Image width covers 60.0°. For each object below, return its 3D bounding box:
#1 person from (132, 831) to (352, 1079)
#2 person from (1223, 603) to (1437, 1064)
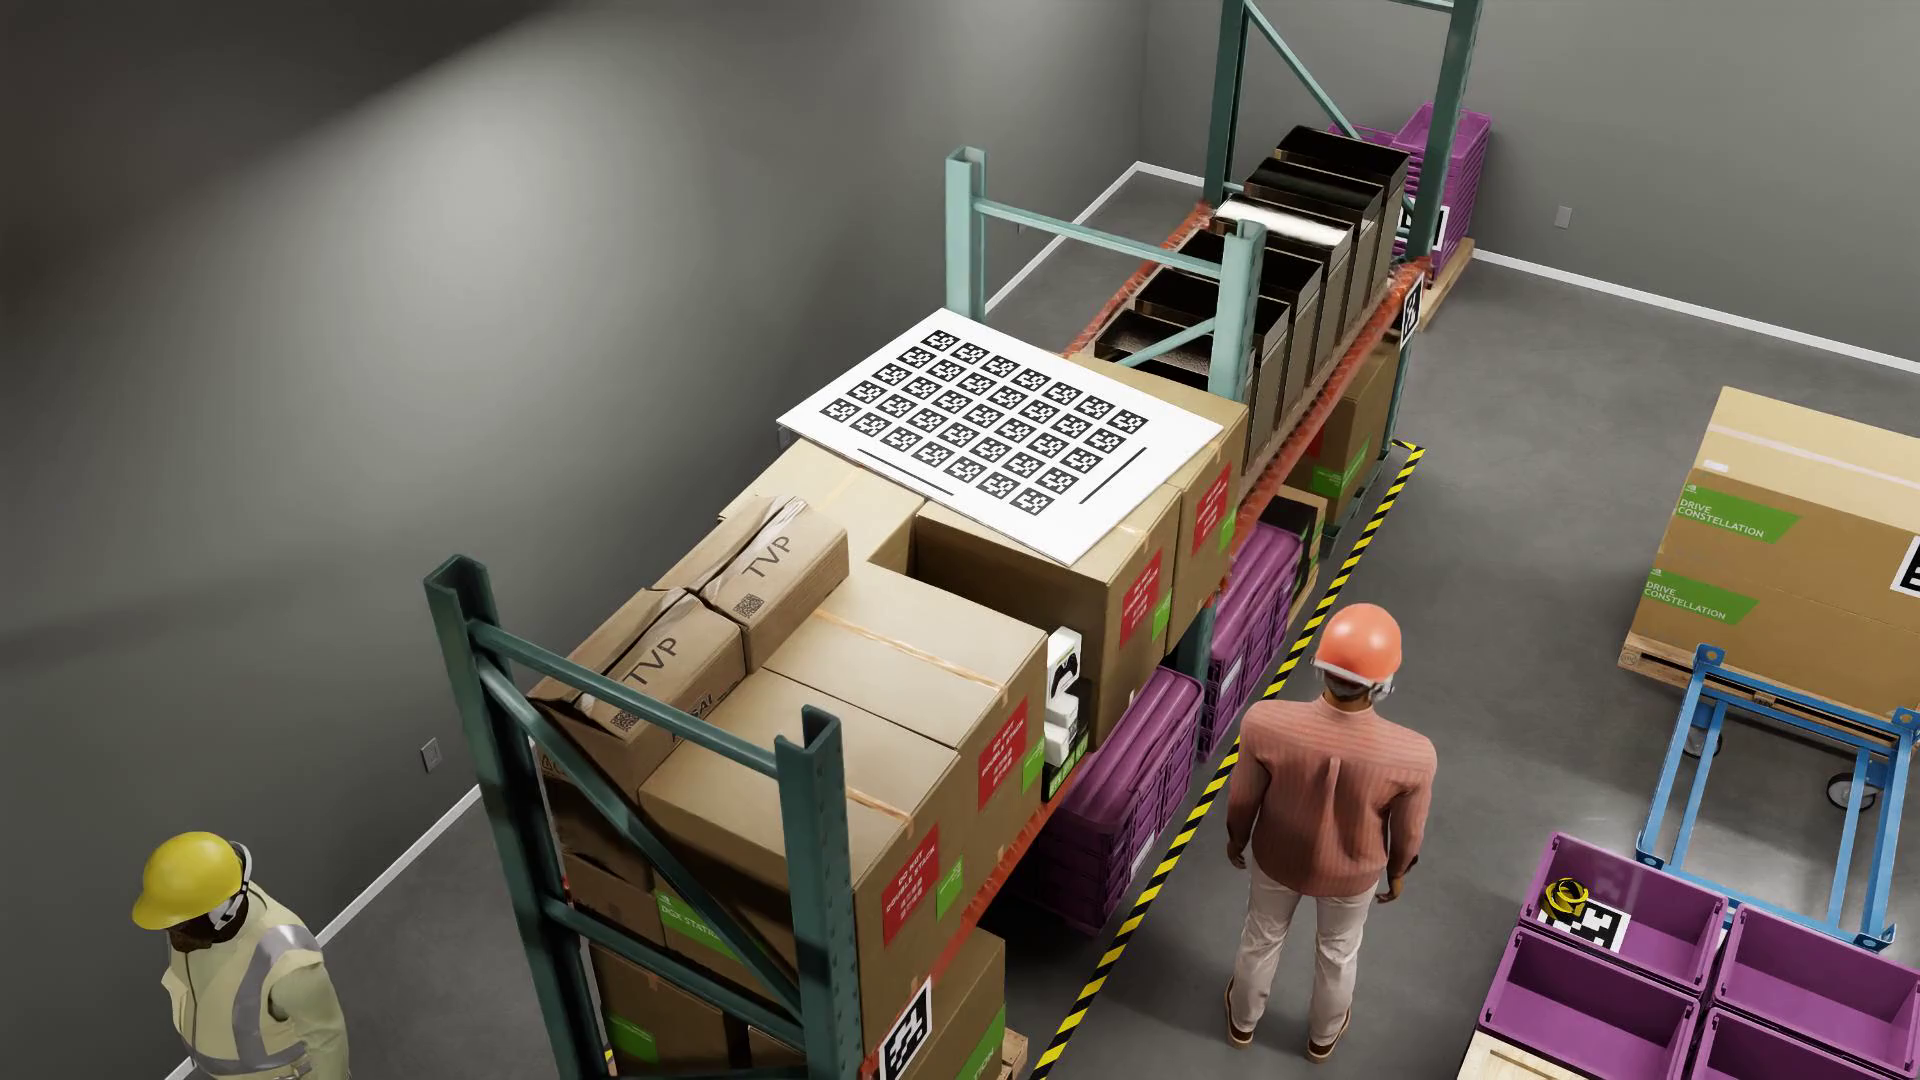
[{"bbox_3d":[-2.027,1.492,4.900,0.596,1.832,0.404,24,46,26],"label":"person"},{"bbox_3d":[1.156,0.996,5.374,0.612,1.986,0.387,10,41,12],"label":"person"}]
